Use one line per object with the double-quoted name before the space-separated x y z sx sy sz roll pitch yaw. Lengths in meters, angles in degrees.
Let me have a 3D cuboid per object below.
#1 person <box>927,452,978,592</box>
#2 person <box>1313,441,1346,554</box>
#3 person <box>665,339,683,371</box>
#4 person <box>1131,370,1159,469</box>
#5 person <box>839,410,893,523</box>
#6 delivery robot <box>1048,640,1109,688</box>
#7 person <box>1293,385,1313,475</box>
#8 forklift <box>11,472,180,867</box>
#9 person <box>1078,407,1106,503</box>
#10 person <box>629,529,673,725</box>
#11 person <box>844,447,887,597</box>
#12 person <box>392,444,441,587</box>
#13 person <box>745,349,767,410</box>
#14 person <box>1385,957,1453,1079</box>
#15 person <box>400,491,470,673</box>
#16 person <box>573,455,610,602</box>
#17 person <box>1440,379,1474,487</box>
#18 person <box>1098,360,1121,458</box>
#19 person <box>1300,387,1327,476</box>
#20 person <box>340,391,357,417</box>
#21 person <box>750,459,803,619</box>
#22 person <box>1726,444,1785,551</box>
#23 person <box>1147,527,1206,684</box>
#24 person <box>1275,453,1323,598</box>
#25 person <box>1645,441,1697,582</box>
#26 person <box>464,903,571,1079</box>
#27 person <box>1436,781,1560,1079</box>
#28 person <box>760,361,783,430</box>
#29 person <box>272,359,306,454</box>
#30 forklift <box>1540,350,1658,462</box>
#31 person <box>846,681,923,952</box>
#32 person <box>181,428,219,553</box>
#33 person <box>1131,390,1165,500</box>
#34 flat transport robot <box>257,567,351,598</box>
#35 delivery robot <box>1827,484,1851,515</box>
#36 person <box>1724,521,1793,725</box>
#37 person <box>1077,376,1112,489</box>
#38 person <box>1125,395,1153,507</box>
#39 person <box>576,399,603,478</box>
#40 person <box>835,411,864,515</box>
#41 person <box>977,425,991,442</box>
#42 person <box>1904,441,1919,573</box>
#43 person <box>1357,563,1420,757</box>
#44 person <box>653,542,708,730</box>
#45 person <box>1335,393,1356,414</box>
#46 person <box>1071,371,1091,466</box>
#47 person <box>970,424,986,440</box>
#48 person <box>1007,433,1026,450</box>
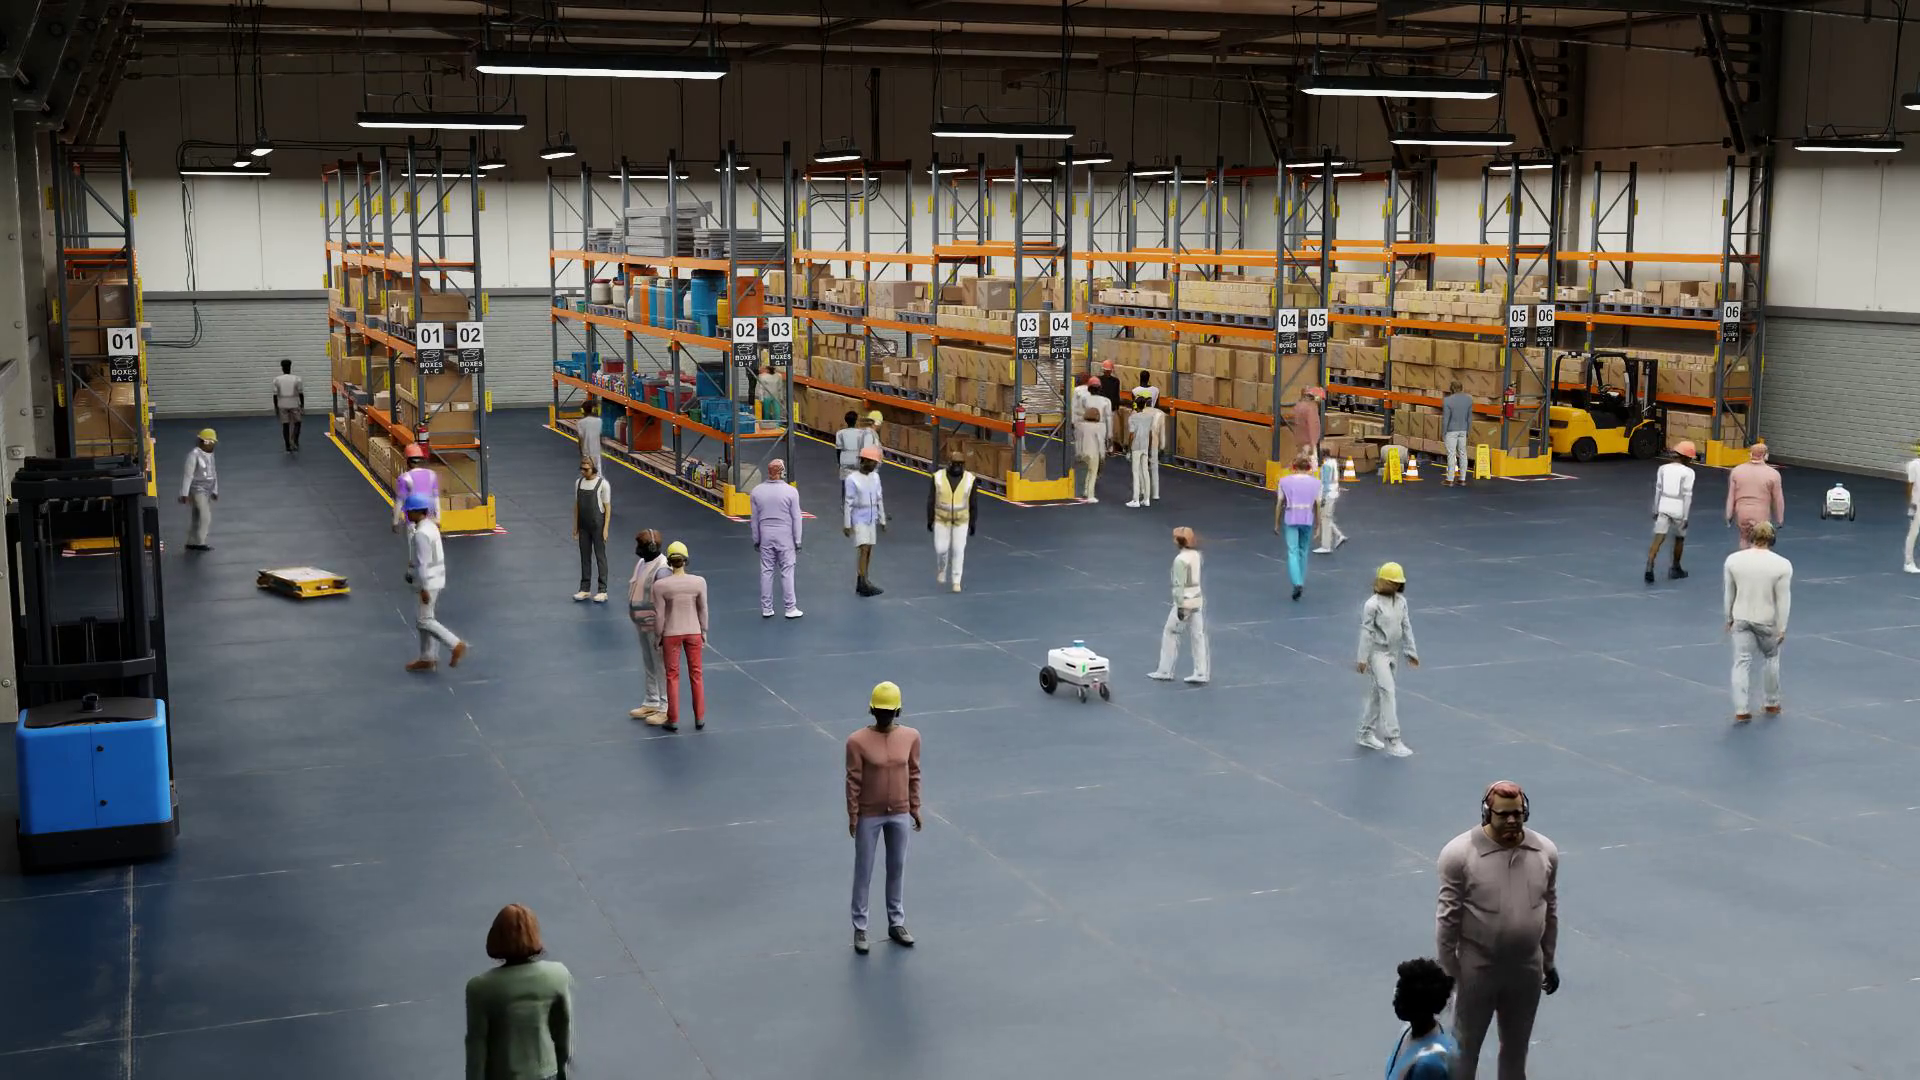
"person" -0.090 -0.239 26.840 0.645 1.816 0.453 0 9 -2
"person" 5.258 -0.612 29.931 0.387 1.624 0.536 3 9 18
"person" -7.319 -4.372 54.531 0.852 1.786 0.613 -3 9 -19
"person" 3.552 -2.300 40.251 0.591 1.919 0.392 -4 9 -25
"person" -1.502 -1.166 33.153 0.805 1.785 0.638 0 9 -1
"delivery robot" 1.186 1.247 20.957 0.477 0.478 0.707 -5 10 -29
"person" 6.065 -1.757 36.664 0.407 1.910 0.639 -1 9 -9
"forklift" -6.630 0.886 15.957 1.129 2.768 1.873 -3 9 -21
"person" 2.254 -1.443 35.515 0.383 1.618 0.526 -8 12 -42
"person" -2.905 0.807 19.785 0.430 1.844 0.624 -5 10 -31
"person" -1.121 -0.222 26.507 0.793 1.885 0.583 8 12 44
"person" -7.013 -0.281 26.830 0.563 1.896 0.934 -8 12 -43
"person" -5.183 -4.344 53.611 0.683 2.000 0.538 2 9 12
"person" 1.968 2.548 8.719 0.648 1.680 0.537 1 9 6
"person" -5.520 0.443 21.938 0.618 1.932 0.622 -1 9 -4
"person" -4.608 -0.150 26.178 0.504 1.839 0.344 4 9 23
"person" 8.944 -1.940 37.778 0.632 1.940 0.372 -3 9 -20
"person" 2.967 -2.654 42.385 0.609 1.985 0.392 -3 9 -19
"person" 5.939 -1.636 35.720 0.635 1.958 0.654 1 9 6
"person" -13.955 -3.447 47.921 0.706 1.919 0.644 0 9 -2
"person" -2.173 -0.016 25.058 0.636 1.911 0.404 3 9 18
"person" 10.348 -0.315 27.130 0.686 1.870 0.846 8 11 42
"person" 2.239 0.662 21.497 0.731 1.605 0.537 5 10 31
"person" 4.315 -0.199 26.591 0.572 1.816 0.884 0 9 0
"person" 9.368 -0.381 27.609 0.970 1.881 0.578 -8 11 -41
"person" -2.021 2.452 9.572 0.524 1.614 0.497 -5 10 -31
"person" 2.739 2.150 10.619 0.654 1.906 0.406 -1 9 -9
"person" -4.158 -3.137 46.447 0.548 1.716 0.911 -3 9 -18
"person" -13.852 -2.769 43.261 0.649 1.947 0.503 -2 9 -11
"forklift" 12.897 -2.725 42.309 2.313 2.155 1.214 -3 9 -21
"person" -0.485 1.776 13.589 0.526 1.765 0.329 -4 9 -22
"person" -10.891 -0.702 30.008 0.610 1.787 0.611 0 9 2
"person" 3.225 -1.640 36.048 0.602 1.863 0.791 0 9 1
"flat transport robot" -8.469 0.531 26.982 0.652 0.197 1.431 -7 11 -40
"delivery robot" 14.133 -0.662 33.681 0.477 0.478 0.707 3 9 21
"person" 7.585 0.764 19.876 0.634 1.909 0.867 6 10 34
"person" 2.412 -1.896 37.258 0.629 2.020 0.718 -1 9 -4
"person" 2.995 -1.490 35.009 0.512 1.872 0.328 -5 10 -32
"person" -6.110 -1.424 34.735 0.506 1.830 0.992 -5 10 -30
"person" -1.750 -1.246 33.950 0.529 1.697 0.321 1 9 5
"person" 0.539 -2.609 41.983 0.615 2.025 0.508 -2 9 -15
"person" 13.009 -0.455 28.188 0.559 1.846 0.665 -3 9 -17
"person" 3.858 1.054 18.572 0.502 1.709 0.829 -7 11 -41
"person" -2.604 0.891 19.507 0.524 1.760 0.328 -3 9 -20
"person" 8.892 -3.388 48.223 0.540 1.698 0.317 -3 9 -20
"person" 2.417 -2.359 40.814 0.579 1.867 0.631 -3 9 -20
"person" 0.422 -2.448 42.286 0.497 1.609 0.450 -3 9 -22
"person" 1.170 -2.635 42.380 0.605 1.949 0.402 7 11 41
